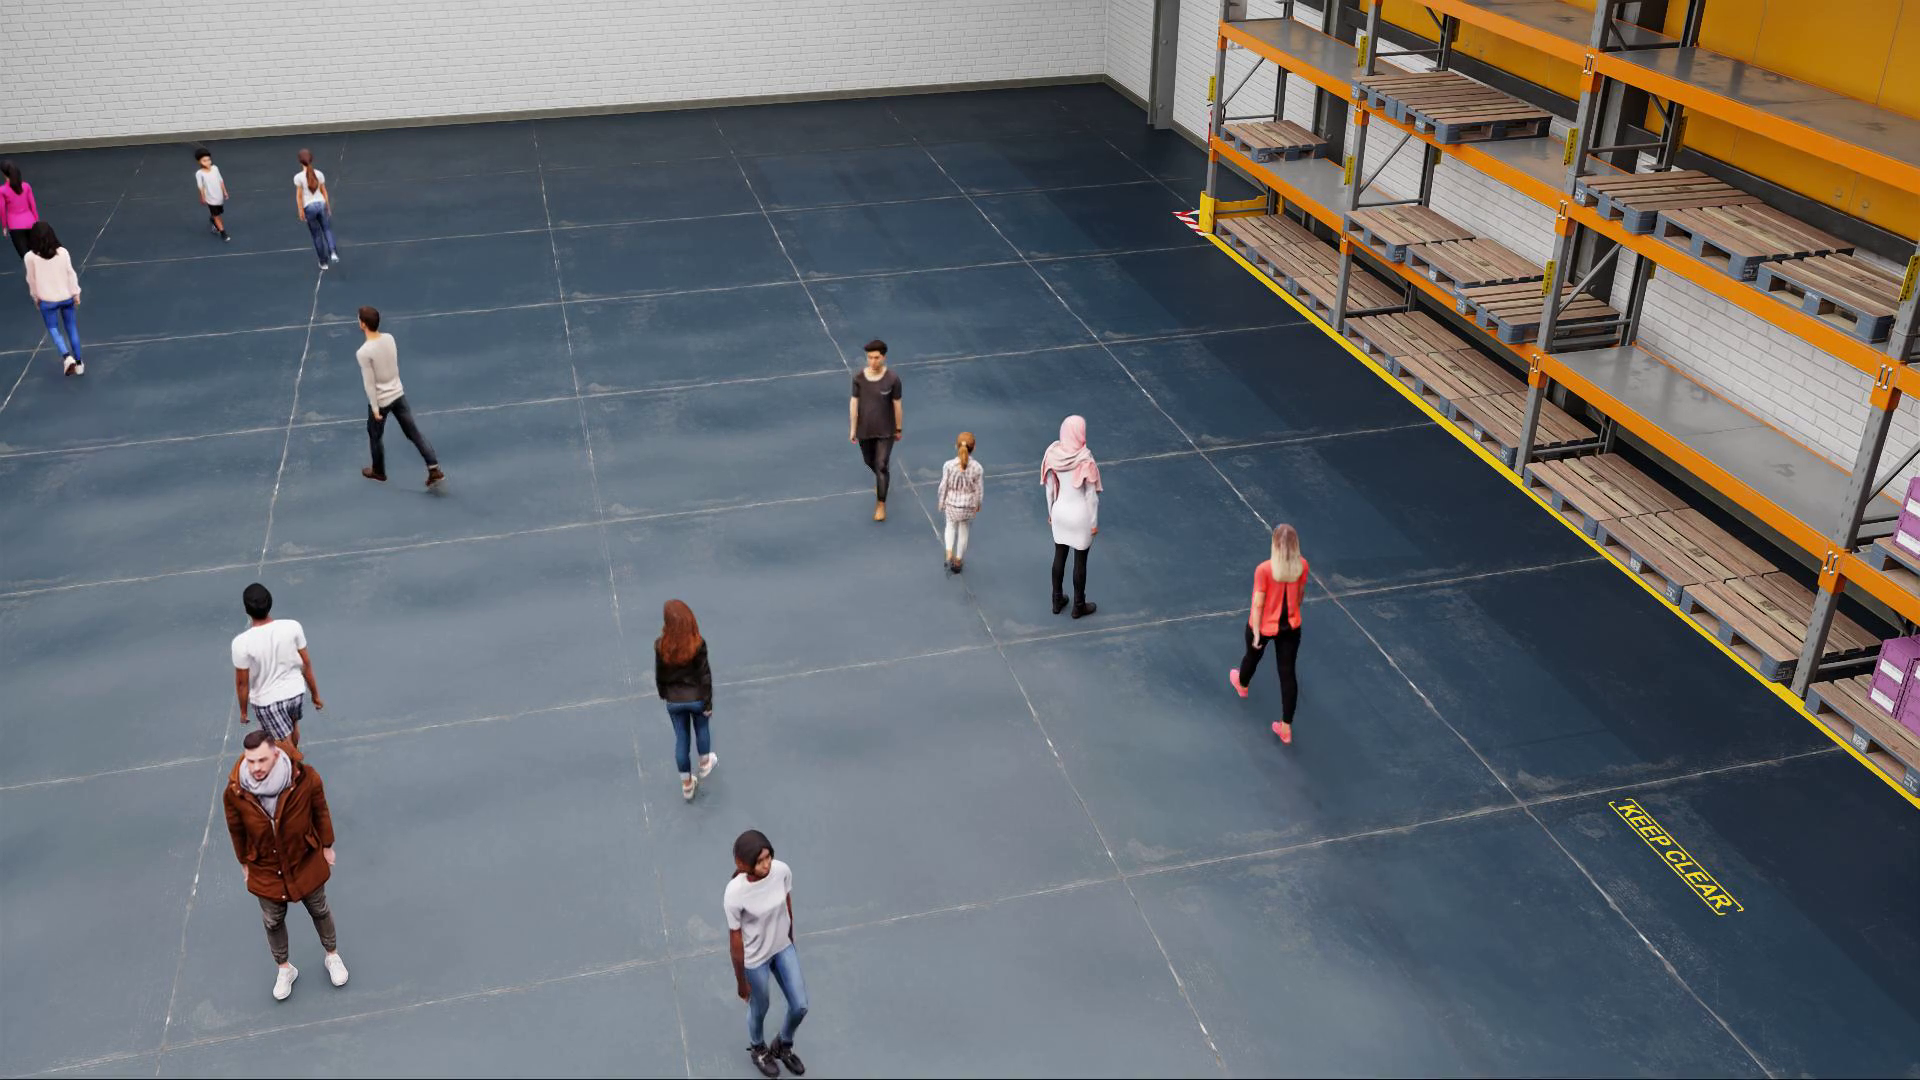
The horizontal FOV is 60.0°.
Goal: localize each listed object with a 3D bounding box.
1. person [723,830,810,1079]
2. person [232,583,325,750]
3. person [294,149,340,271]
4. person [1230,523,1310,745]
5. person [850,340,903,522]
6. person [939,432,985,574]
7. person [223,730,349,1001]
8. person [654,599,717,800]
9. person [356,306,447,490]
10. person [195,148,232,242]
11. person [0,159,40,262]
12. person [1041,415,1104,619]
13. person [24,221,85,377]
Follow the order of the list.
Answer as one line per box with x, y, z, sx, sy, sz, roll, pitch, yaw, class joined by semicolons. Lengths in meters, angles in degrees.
-1.133;2.272;9.232;0.731;1.709;0.771;-22;36;-35;person
-4.613;1.139;11.339;0.995;1.681;1.216;-23;36;-36;person
-8.234;-4.218;21.292;0.638;1.555;0.704;-20;34;-32;person
2.351;0.709;12.168;0.598;1.641;1.132;-7;29;-13;person
-0.769;-1.084;15.400;0.924;1.695;1.144;6;29;11;person
0.009;-0.282;14.350;0.619;1.291;0.655;1;29;2;person
-3.971;1.888;9.804;0.730;1.837;0.712;-10;30;-18;person
-1.905;1.139;11.582;0.676;1.448;0.782;4;29;7;person
-5.309;-1.297;15.647;1.243;1.833;1.189;15;32;26;person
-10.124;-4.696;22.494;0.907;1.243;0.771;20;34;32;person
-11.454;-3.797;20.399;1.141;1.671;0.989;20;35;33;person
0.920;-0.190;13.647;0.733;1.805;0.800;17;33;29;person
-9.810;-2.576;18.076;0.784;1.752;0.918;-16;33;-27;person
